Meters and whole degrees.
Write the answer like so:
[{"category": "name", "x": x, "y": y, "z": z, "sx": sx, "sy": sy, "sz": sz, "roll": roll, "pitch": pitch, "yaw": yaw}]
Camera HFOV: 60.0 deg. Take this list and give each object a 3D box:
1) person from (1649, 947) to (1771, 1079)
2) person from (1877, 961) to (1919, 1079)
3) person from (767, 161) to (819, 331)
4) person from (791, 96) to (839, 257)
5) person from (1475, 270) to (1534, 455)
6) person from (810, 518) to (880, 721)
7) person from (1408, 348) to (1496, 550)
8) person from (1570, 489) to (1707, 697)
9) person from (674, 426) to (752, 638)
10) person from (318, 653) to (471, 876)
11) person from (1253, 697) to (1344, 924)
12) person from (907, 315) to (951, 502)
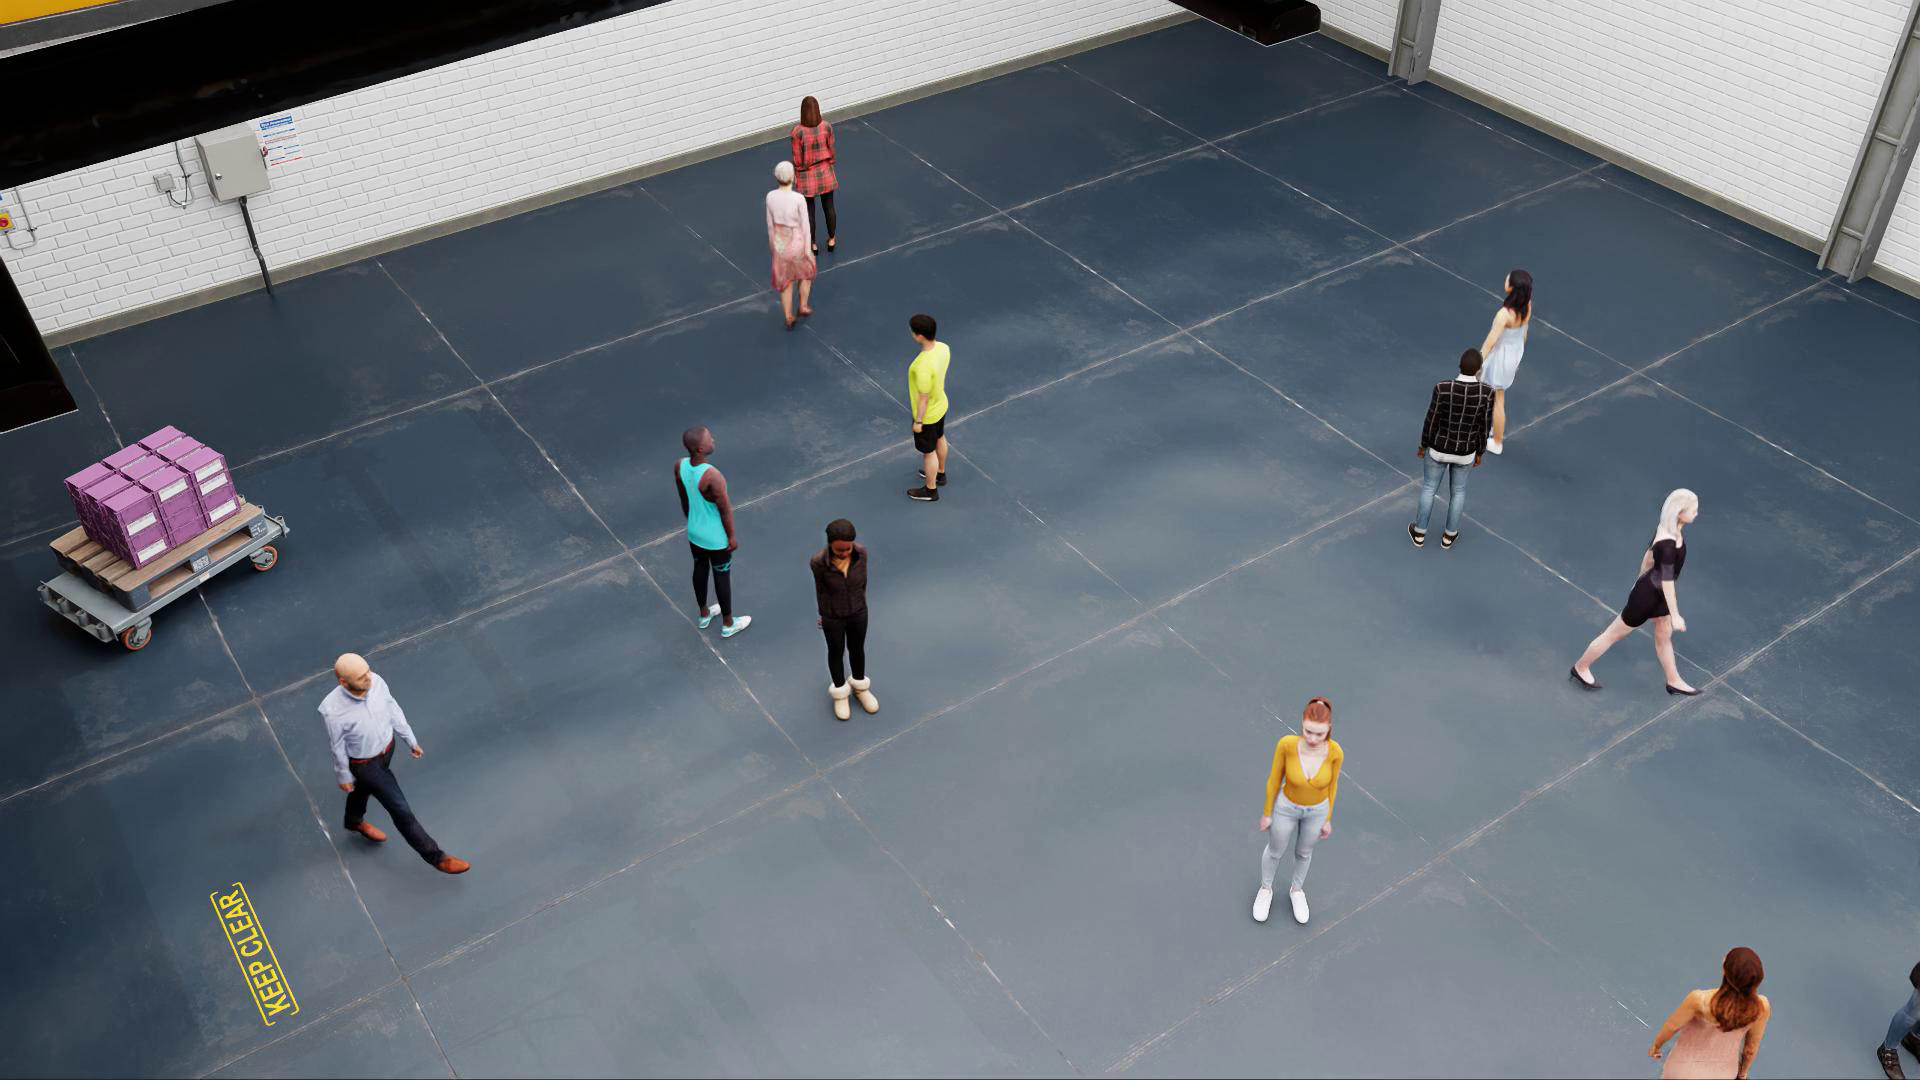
[{"category": "person", "x": 3.868, "y": 2.817, "z": 8.642, "sx": 0.732, "sy": 1.823, "sz": 0.783, "roll": 4, "pitch": 39, "yaw": 5}, {"category": "person", "x": 5.564, "y": 2.410, "z": 9.302, "sx": 0.707, "sy": 1.635, "sz": 0.709, "roll": -9, "pitch": 40, "yaw": -12}, {"category": "person", "x": -1.626, "y": -2.728, "z": 15.703, "sx": 0.779, "sy": 1.676, "sz": 0.840, "roll": 8, "pitch": 39, "yaw": 10}, {"category": "person", "x": -1.472, "y": -3.705, "z": 16.905, "sx": 0.665, "sy": 1.703, "sz": 0.639, "roll": -13, "pitch": 40, "yaw": -15}, {"category": "person", "x": 4.673, "y": -1.465, "z": 14.090, "sx": 0.698, "sy": 1.715, "sz": 0.663, "roll": 30, "pitch": 47, "yaw": 32}, {"category": "person", "x": -0.820, "y": 0.499, "z": 11.675, "sx": 0.656, "sy": 1.661, "sz": 0.605, "roll": -23, "pitch": 44, "yaw": -26}, {"category": "person", "x": 3.865, "y": -0.715, "z": 13.066, "sx": 0.730, "sy": 1.821, "sz": 0.794, "roll": 7, "pitch": 39, "yaw": 9}, {"category": "person", "x": 4.731, "y": 0.400, "z": 11.698, "sx": 1.221, "sy": 1.786, "sz": 0.999, "roll": 17, "pitch": 42, "yaw": 20}, {"category": "person", "x": -1.863, "y": -0.058, "z": 12.252, "sx": 0.582, "sy": 1.811, "sz": 0.735, "roll": 23, "pitch": 44, "yaw": 26}, {"category": "person", "x": -3.771, "y": 1.378, "z": 10.513, "sx": 1.346, "sy": 1.738, "sz": 1.106, "roll": 15, "pitch": 41, "yaw": 18}, {"category": "person", "x": 2.069, "y": 1.650, "z": 10.161, "sx": 0.690, "sy": 1.751, "sz": 0.738, "roll": 3, "pitch": 39, "yaw": 4}, {"category": "person", "x": -0.241, "y": -1.103, "z": 13.644, "sx": 0.719, "sy": 1.707, "sz": 0.700, "roll": 13, "pitch": 41, "yaw": 16}]
